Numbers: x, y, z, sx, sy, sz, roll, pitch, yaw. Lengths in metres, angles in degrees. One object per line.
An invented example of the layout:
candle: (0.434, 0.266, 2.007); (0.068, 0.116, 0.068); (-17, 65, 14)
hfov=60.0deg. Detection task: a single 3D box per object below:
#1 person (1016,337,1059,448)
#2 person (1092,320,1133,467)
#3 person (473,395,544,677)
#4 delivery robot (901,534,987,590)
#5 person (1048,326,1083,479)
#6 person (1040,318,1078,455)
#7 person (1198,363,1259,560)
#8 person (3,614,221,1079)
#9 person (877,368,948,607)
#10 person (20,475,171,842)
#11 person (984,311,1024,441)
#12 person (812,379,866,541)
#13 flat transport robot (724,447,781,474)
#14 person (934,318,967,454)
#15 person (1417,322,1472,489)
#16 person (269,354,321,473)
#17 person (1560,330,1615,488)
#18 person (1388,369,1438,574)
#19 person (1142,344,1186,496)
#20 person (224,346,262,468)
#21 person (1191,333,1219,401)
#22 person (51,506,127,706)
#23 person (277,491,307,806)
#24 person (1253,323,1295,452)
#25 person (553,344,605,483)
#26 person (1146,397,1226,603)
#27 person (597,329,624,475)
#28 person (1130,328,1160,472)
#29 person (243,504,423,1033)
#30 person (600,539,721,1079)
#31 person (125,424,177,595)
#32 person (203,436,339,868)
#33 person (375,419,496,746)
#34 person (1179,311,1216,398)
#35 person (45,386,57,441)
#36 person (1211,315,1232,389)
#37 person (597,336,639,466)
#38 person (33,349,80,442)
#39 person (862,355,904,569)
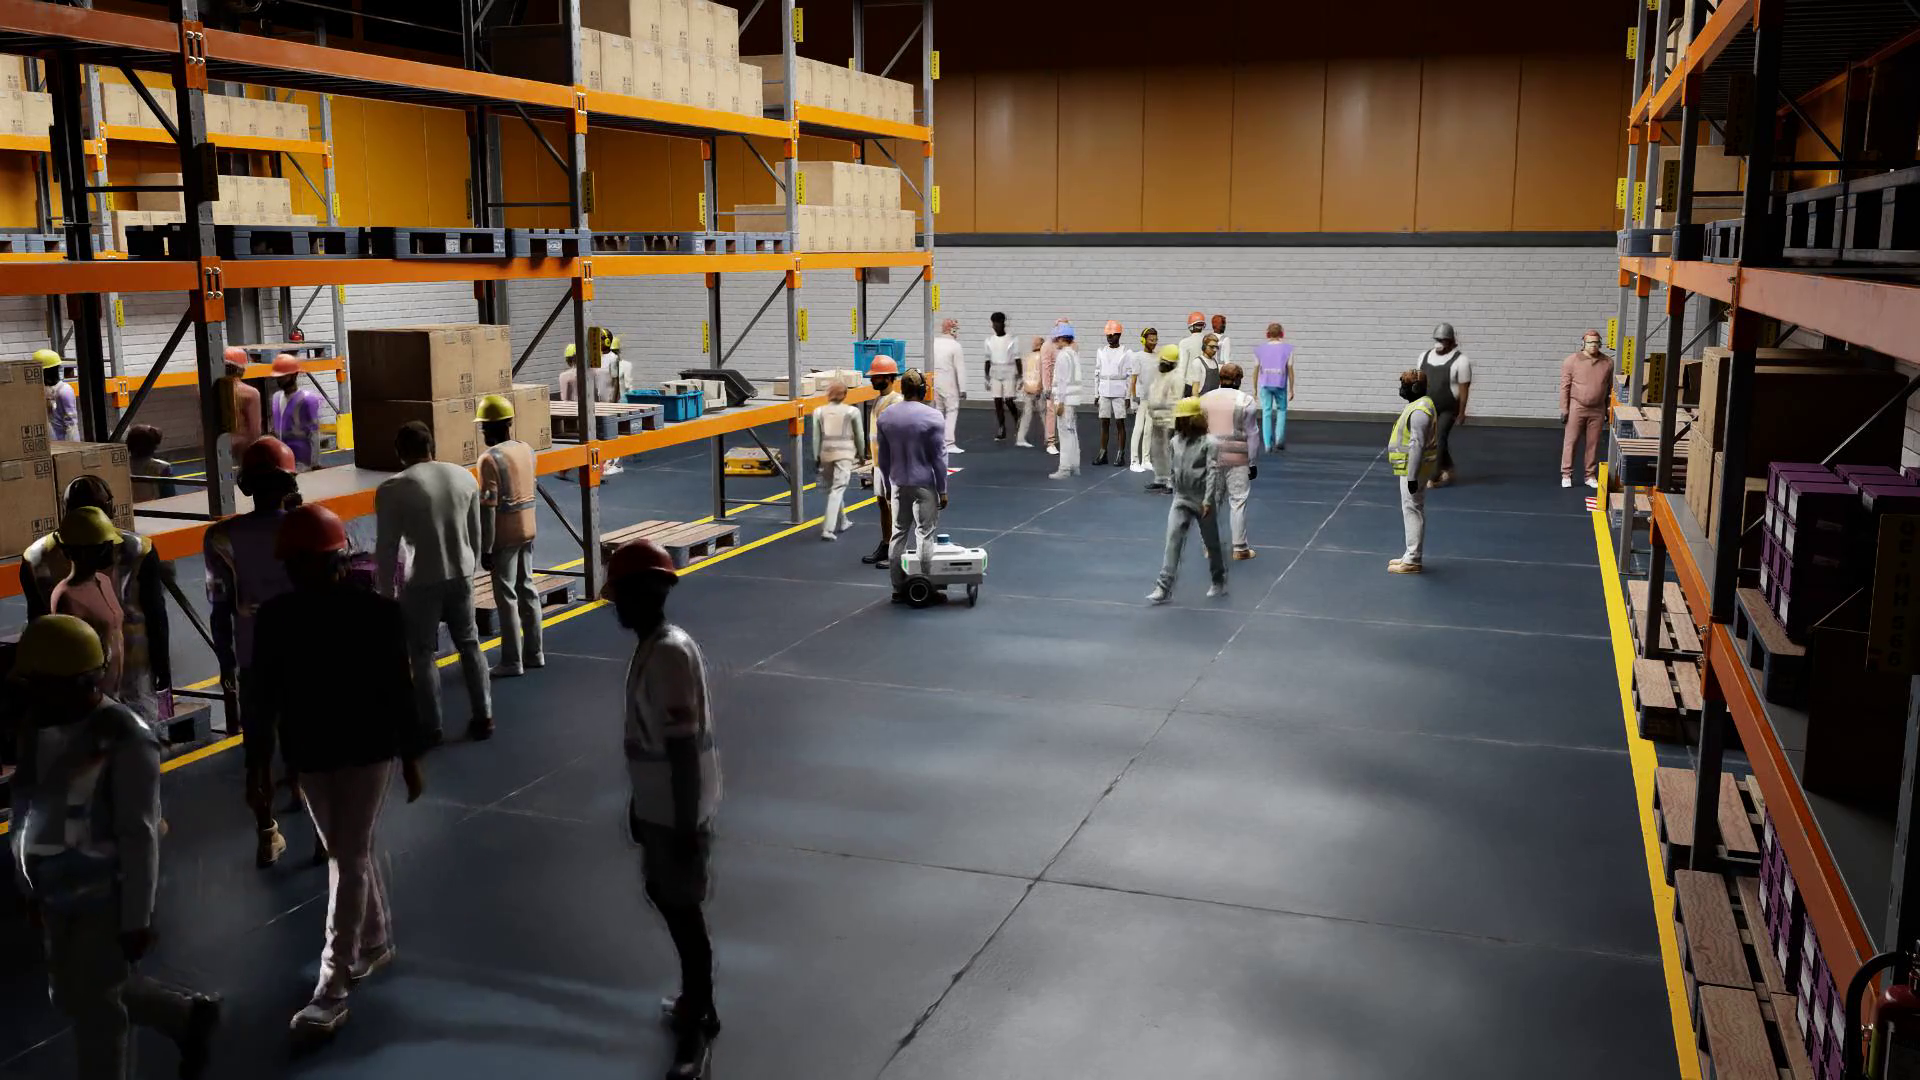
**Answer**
person: (1.162, -2.134, 24.098); (0.817, 1.583, 0.569); (-5, 11, -26)
person: (2.019, -1.936, 22.010); (0.543, 1.939, 0.360); (6, 12, 29)
person: (-3.097, -0.031, 11.344); (0.396, 1.919, 0.588); (3, 11, 18)
delivery robot: (-0.137, 0.197, 13.628); (0.707, 0.478, 0.477); (-2, 10, -8)
person: (1.337, -1.721, 20.913); (0.411, 1.905, 0.685); (4, 11, 19)
person: (1.437, -2.158, 23.358); (0.651, 1.906, 0.404); (-8, 13, -38)
person: (2.508, -0.730, 15.512); (0.622, 1.838, 0.429); (7, 12, 34)
person: (-2.721, 1.090, 5.353); (0.598, 1.808, 0.664); (6, 12, 30)
person: (-0.373, -0.426, 13.507); (0.631, 1.940, 0.372); (5, 11, 28)
person: (-4.152, 0.596, 8.067); (0.618, 1.836, 0.430); (-2, 10, -9)
person: (0.658, -2.444, 24.877); (0.648, 1.940, 0.549); (5, 11, 28)
person: (-1.229, -0.807, 16.639); (0.499, 1.589, 0.894); (4, 11, 21)
flat transport robot: (-2.715, -1.037, 21.641); (0.652, 0.197, 1.431); (0, 10, -1)
person: (-0.164, -2.157, 23.359); (0.396, 1.901, 0.678); (-9, 14, -42)
person: (5.843, -1.656, 20.146); (0.843, 2.000, 0.687); (-9, 13, -40)
person: (-6.215, -0.780, 15.534); (0.552, 1.930, 0.536); (6, 11, 29)
person: (7.555, -1.568, 20.029); (0.643, 1.908, 0.399); (0, 10, 0)
person: (4.038, -0.612, 14.866); (0.428, 1.837, 0.625); (3, 10, 16)
person: (2.398, -1.393, 19.374); (0.426, 1.797, 0.630); (-4, 11, -22)
person: (-7.051, -0.915, 16.253); (0.610, 1.938, 1.025); (1, 10, 3)
person: (3.043, -1.635, 20.599); (0.351, 1.839, 0.507); (8, 13, 39)
person: (-3.900, 0.720, 7.537); (0.328, 1.767, 0.531); (-2, 10, -9)
person: (-3.517, 0.557, 8.791); (0.541, 1.676, 0.705); (0, 10, 0)
person: (4.464, -2.171, 23.662); (0.587, 1.813, 0.761); (3, 10, 16)
person: (-4.691, -1.549, 20.490); (0.526, 1.715, 0.937); (-9, 14, -43)
person: (1.914, -0.328, 13.651); (0.503, 1.692, 0.918); (8, 13, 38)
person: (-4.500, -1.760, 21.233); (0.328, 1.865, 0.517); (-6, 11, -29)
person: (2.420, -1.811, 21.516); (0.534, 1.864, 0.310); (-8, 13, -39)
person: (-2.434, 0.846, 6.295); (0.649, 1.951, 0.938); (2, 10, 13)
person: (-1.038, 0.958, 5.896); (0.369, 1.885, 0.673); (-3, 11, -18)
person: (-6.008, -0.036, 12.176); (0.568, 1.621, 0.456); (1, 10, 8)
person: (-3.192, 0.530, 7.836); (0.605, 2.041, 0.383); (-1, 10, -7)
person: (-3.069, 0.259, 9.713); (0.483, 1.915, 0.669); (10, 14, 44)
person: (3.311, -2.204, 23.359); (0.614, 1.993, 0.395); (-4, 11, -23)
person: (-8.705, -0.648, 15.696); (0.653, 1.613, 0.504); (-5, 11, -28)
person: (3.831, -2.418, 24.882); (0.358, 1.882, 0.574); (-8, 13, -39)
person: (-4.547, -1.852, 22.108); (0.537, 1.735, 0.841); (2, 10, 12)
person: (-8.808, -0.903, 16.244); (0.579, 1.920, 0.373); (10, 14, 44)
person: (-0.681, -0.708, 15.100); (0.361, 1.938, 0.545); (-5, 11, -26)
